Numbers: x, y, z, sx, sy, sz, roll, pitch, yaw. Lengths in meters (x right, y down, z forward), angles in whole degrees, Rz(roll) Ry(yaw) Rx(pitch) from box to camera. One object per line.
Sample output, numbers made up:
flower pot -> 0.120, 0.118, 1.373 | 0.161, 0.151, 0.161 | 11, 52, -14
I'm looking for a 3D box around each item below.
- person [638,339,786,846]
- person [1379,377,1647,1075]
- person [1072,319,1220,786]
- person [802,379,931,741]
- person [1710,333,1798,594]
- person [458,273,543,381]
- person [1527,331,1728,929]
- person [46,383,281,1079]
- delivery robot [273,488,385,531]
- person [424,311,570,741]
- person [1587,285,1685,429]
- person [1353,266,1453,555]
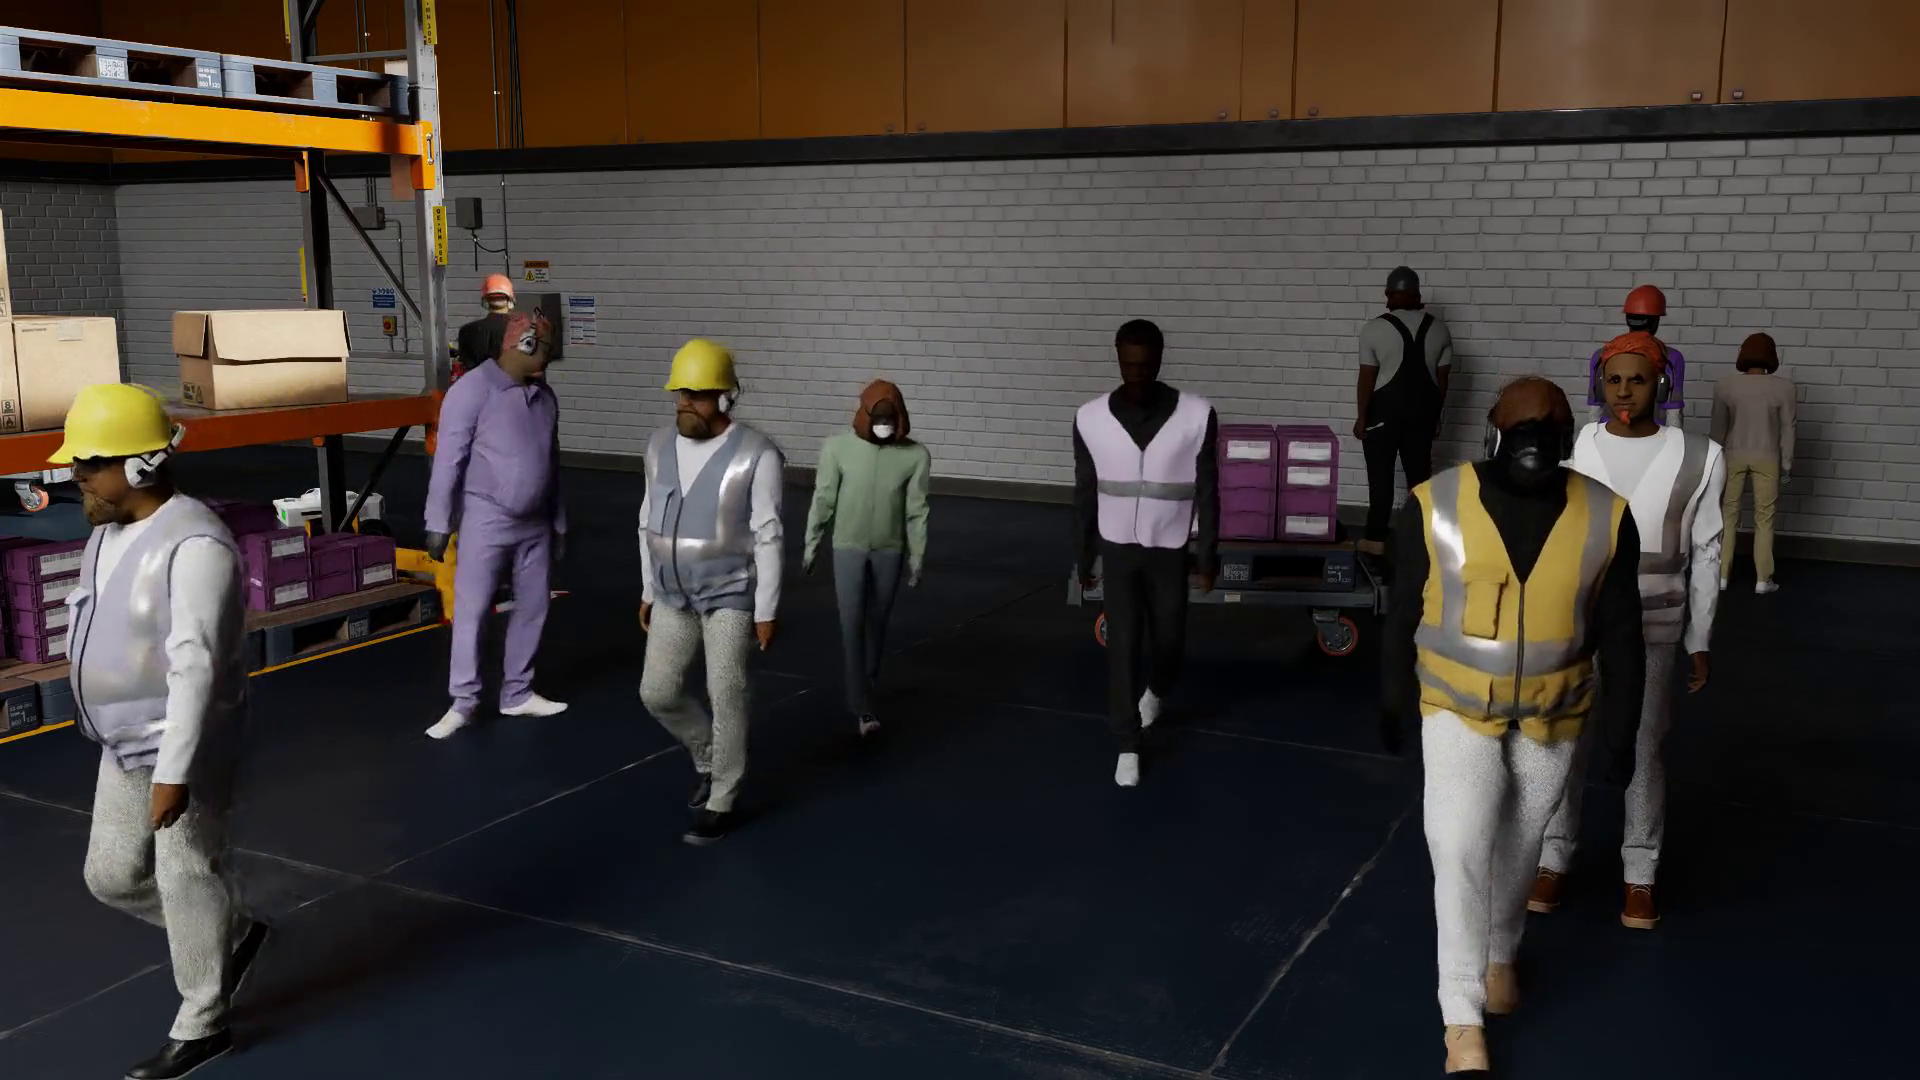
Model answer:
person -> -0.911, 0.188, 6.009 | 0.614, 1.821, 0.412 | 5, 11, 25
person -> 1.454, 0.481, 4.374 | 0.656, 1.796, 0.925 | 1, 10, 9
person -> 0.776, 0.010, 6.909 | 0.609, 1.877, 0.823 | 2, 10, 10
person -> -0.399, 0.081, 7.323 | 0.556, 1.571, 0.868 | -3, 10, -14
person -> 4.962, -0.480, 10.433 | 0.498, 1.633, 0.280 | 7, 12, 34
person -> -3.411, -0.989, 12.404 | 0.642, 1.980, 0.558 | -1, 10, -4
person -> 2.080, 0.286, 5.276 | 0.584, 1.882, 0.348 | 5, 11, 26
person -> -2.019, 0.499, 4.267 | 0.587, 1.812, 0.468 | 7, 12, 37
delivery robot -> -4.404, -0.192, 11.611 | 0.707, 0.478, 0.477 | -6, 11, -30
person -> -2.048, -0.064, 7.361 | 0.406, 1.875, 0.797 | 6, 12, 32
person -> 3.995, -0.533, 9.861 | 0.545, 1.938, 0.362 | 7, 12, 36
person -> 3.089, -0.919, 11.794 | 0.688, 2.000, 0.536 | -2, 10, -11
